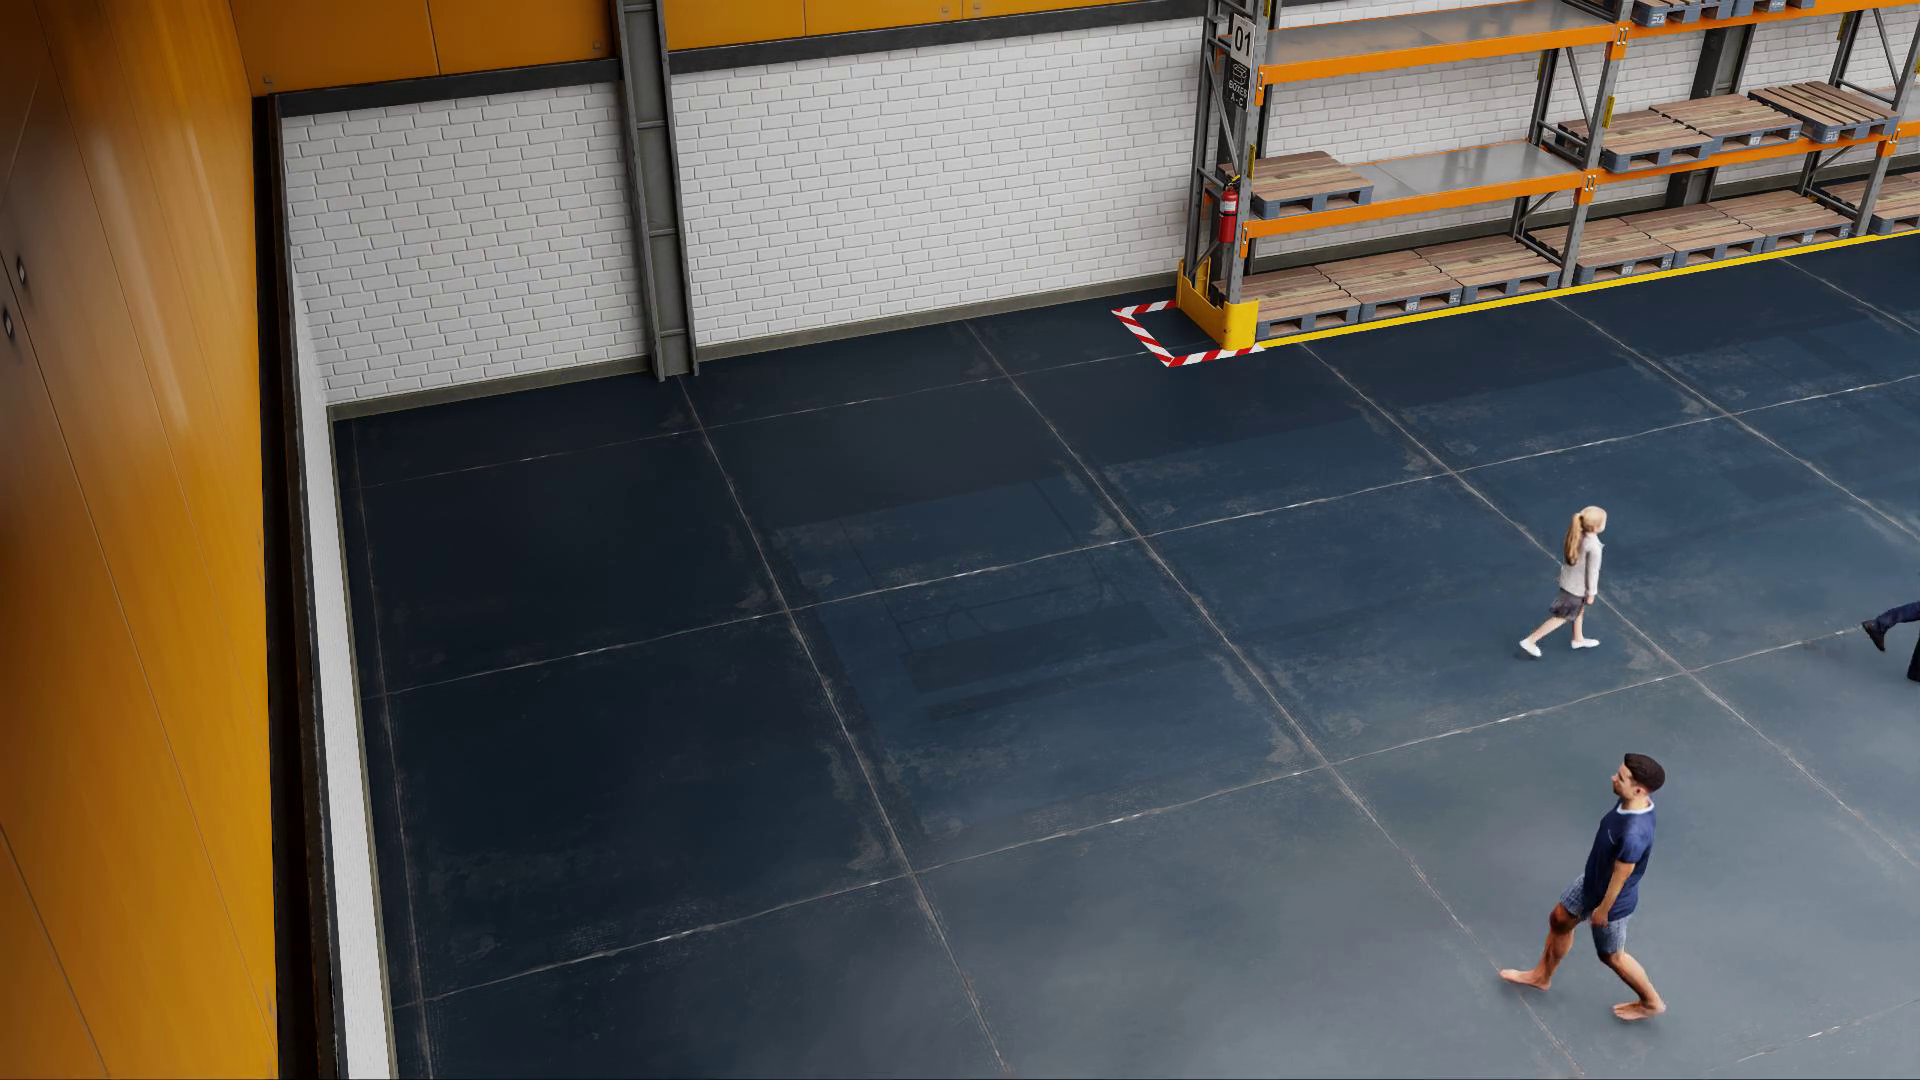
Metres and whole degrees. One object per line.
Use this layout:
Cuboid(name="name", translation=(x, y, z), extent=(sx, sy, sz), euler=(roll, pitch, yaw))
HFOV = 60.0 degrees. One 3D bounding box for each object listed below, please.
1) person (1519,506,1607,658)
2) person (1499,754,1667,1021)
Cuboid(name="person", translation=(4.405, 0.318, 12.036), extent=(0.925, 1.259, 0.662), euler=(-2, 34, -4))
Cuboid(name="person", translation=(3.631, 1.941, 9.091), extent=(1.202, 1.816, 1.061), euler=(9, 35, 14))
